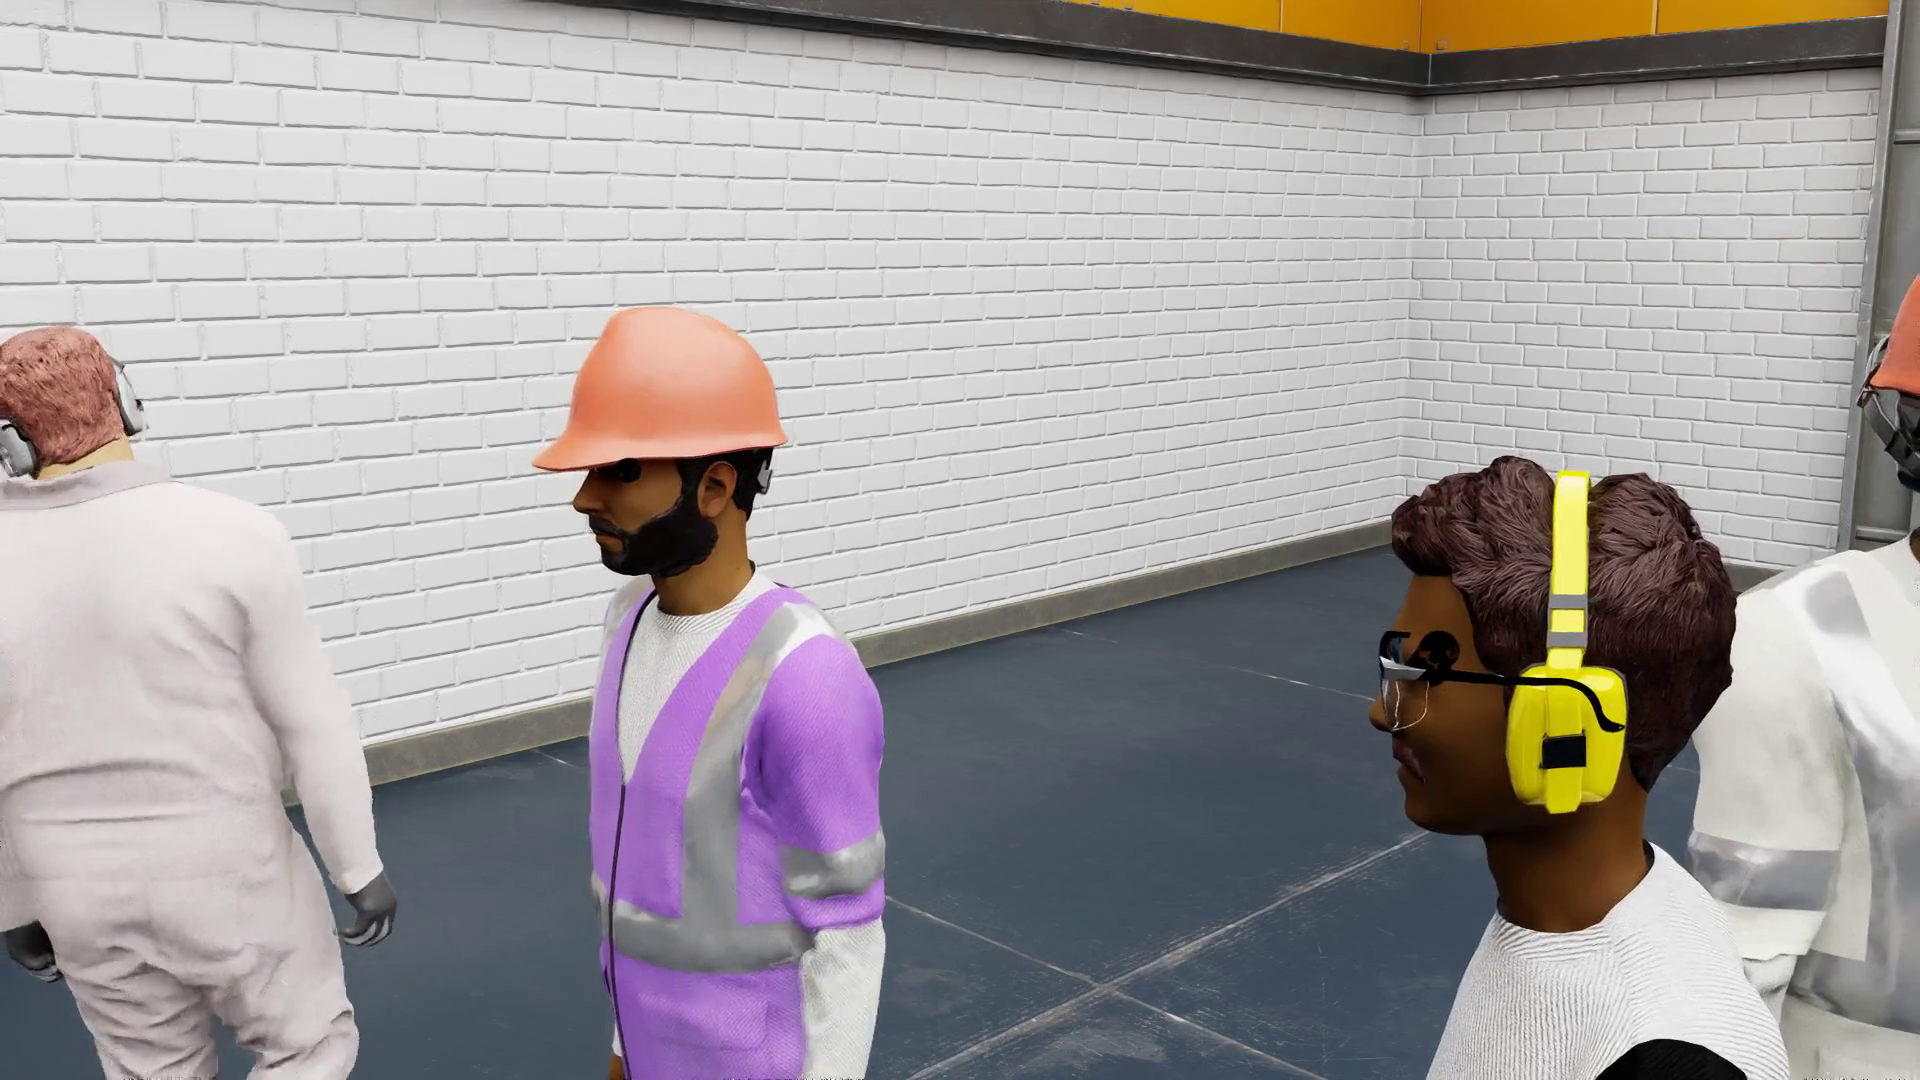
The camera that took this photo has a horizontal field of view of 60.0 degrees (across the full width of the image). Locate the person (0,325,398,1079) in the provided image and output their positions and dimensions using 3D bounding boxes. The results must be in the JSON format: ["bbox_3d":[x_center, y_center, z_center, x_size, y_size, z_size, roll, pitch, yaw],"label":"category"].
[{"bbox_3d":[-1.344,0.583,2.812,0.713,1.880,0.527,0,10,-1],"label":"person"}]

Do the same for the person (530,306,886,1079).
[{"bbox_3d":[-0.325,0.675,2.146,0.379,1.937,0.547,-8,13,-37],"label":"person"}]

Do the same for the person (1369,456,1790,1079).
[{"bbox_3d":[0.442,0.865,1.300,0.309,1.868,0.535,2,11,13],"label":"person"}]

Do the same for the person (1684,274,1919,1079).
[{"bbox_3d":[1.065,0.681,1.824,0.611,2.042,0.394,-4,11,-19],"label":"person"}]
